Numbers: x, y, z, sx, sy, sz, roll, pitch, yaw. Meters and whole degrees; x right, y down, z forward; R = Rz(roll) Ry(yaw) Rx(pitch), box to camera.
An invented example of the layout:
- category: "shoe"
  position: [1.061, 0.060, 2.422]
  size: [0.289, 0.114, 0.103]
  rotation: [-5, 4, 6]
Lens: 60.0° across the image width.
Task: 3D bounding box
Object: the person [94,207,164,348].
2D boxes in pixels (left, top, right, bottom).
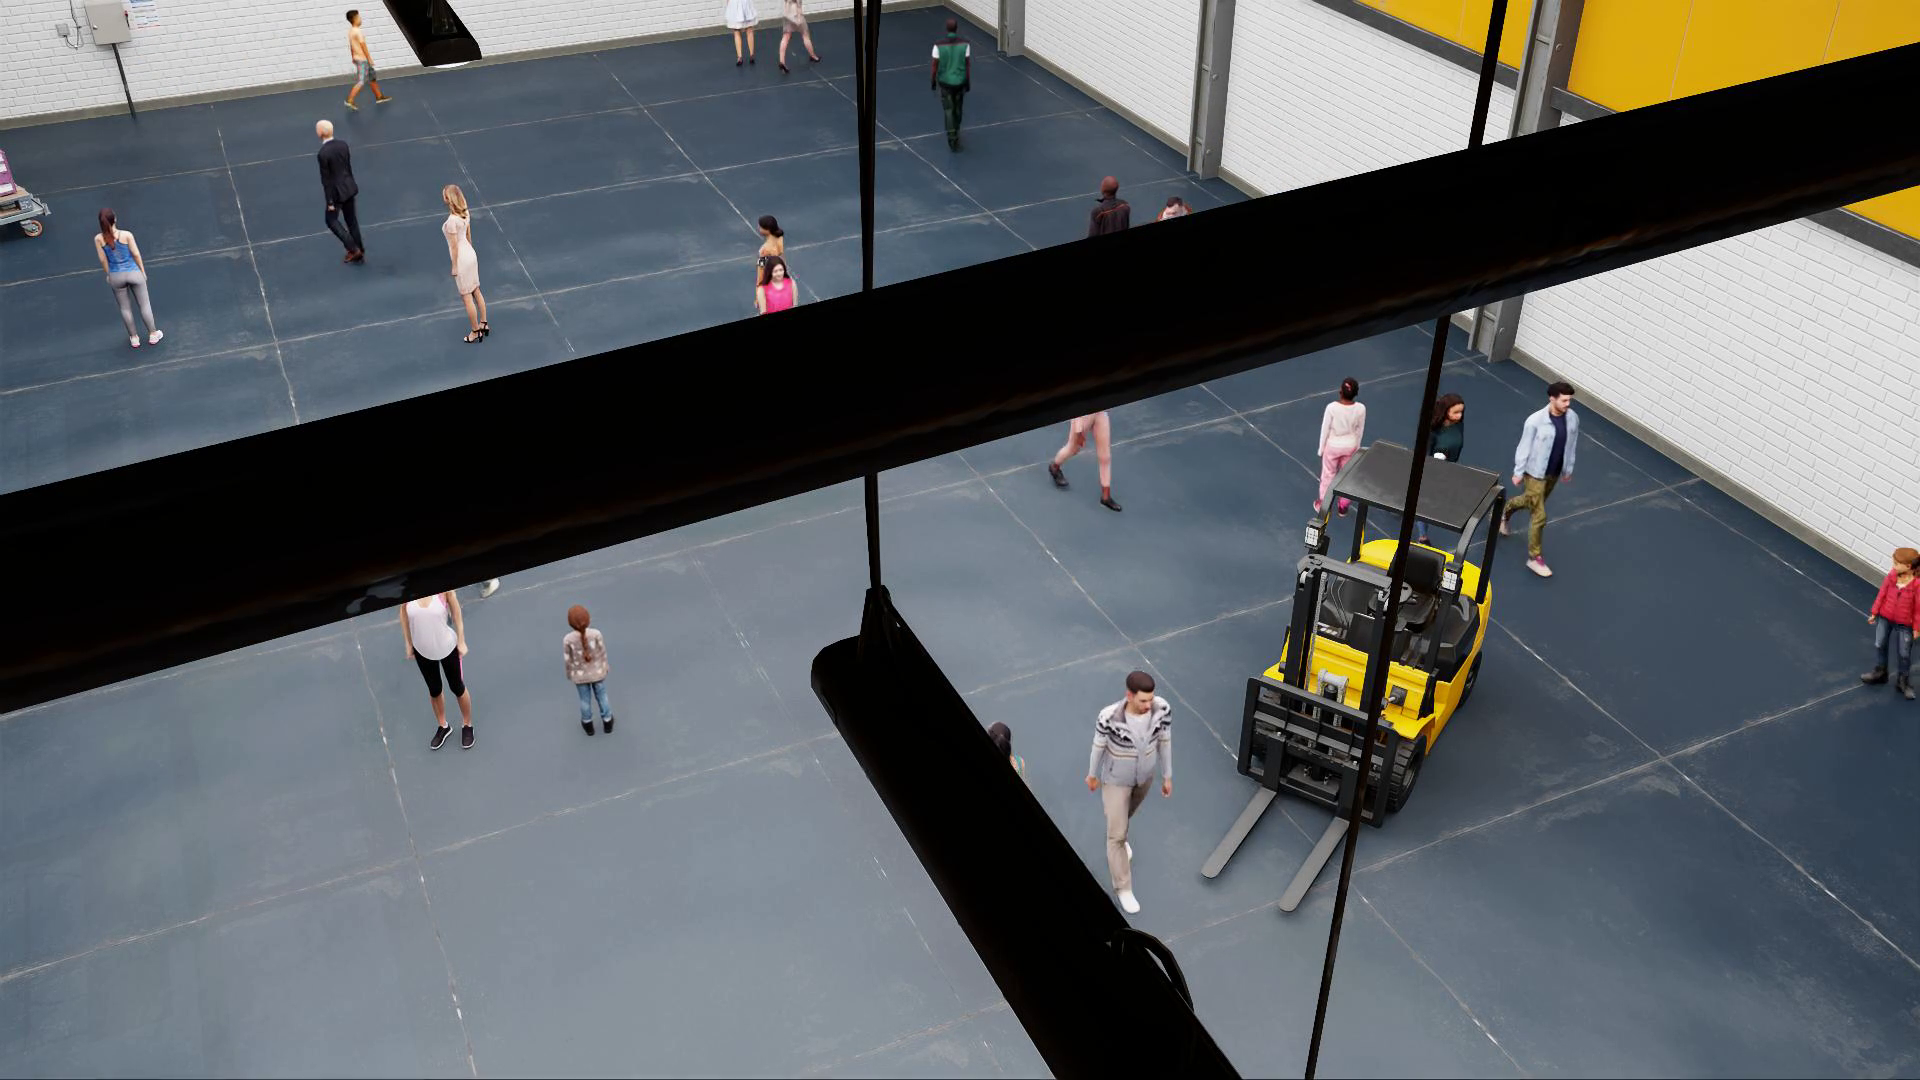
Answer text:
- category: "person"
  position: [-9.215, -2.911, 18.367]
  size: [0.581, 1.610, 0.566]
  rotation: [-11, 35, -15]

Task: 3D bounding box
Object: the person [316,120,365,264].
- category: "person"
  position: [-7.438, -4.192, 20.130]
  size: [0.855, 1.790, 0.814]
  rotation: [16, 37, 22]

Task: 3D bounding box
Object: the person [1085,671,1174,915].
- category: "person"
  position: [1.133, 1.560, 11.454]
  size: [0.744, 1.815, 1.162]
  rotation: [-11, 35, -16]

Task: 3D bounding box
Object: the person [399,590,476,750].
- category: "person"
  position: [-3.963, 0.811, 12.608]
  size: [0.681, 1.785, 0.654]
  rotation: [-1, 34, -1]

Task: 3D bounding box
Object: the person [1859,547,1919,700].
- category: "person"
  position: [7.542, 0.650, 13.297]
  size: [0.487, 1.291, 0.780]
  rotation: [28, 42, 35]

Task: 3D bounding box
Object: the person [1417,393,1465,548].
- category: "person"
  position: [4.237, -0.635, 14.949]
  size: [0.608, 1.603, 0.721]
  rotation: [-12, 35, -17]

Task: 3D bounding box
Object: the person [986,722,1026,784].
- category: "person"
  position: [0.248, 1.922, 11.043]
  size: [0.667, 1.667, 0.935]
  rotation: [-7, 34, -11]

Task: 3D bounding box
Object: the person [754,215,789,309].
- category: "person"
  position: [-1.854, -2.577, 17.726]
  size: [1.156, 1.763, 1.094]
  rotation: [13, 36, 18]

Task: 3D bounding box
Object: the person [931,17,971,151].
- category: "person"
  position: [-0.113, -6.408, 23.448]
  size: [0.891, 1.810, 1.119]
  rotation: [-4, 34, -7]

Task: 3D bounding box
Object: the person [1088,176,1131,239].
- category: "person"
  position: [1.654, -3.189, 18.594]
  size: [0.705, 1.820, 0.615]
  rotation: [-18, 38, -25]

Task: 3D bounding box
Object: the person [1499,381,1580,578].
- category: "person"
  position: [5.113, -0.629, 14.785]
  size: [0.762, 1.773, 1.210]
  rotation: [-11, 35, -17]

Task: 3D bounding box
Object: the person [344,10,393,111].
- category: "person"
  position: [-9.034, -7.179, 24.938]
  size: [0.715, 1.443, 0.960]
  rotation: [-22, 40, -30]

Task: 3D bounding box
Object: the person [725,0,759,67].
- category: "person"
  position: [-3.516, -8.510, 26.604]
  size: [0.721, 1.815, 0.742]
  rotation: [-11, 35, -16]

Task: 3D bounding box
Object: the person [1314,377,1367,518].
- category: "person"
  position: [3.539, -0.869, 15.447]
  size: [0.613, 1.441, 0.621]
  rotation: [0, 34, -1]

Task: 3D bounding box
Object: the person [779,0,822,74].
- category: "person"
  position: [-2.684, -8.191, 26.237]
  size: [1.118, 1.691, 0.978]
  rotation: [25, 41, 32]

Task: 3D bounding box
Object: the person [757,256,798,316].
- category: "person"
  position: [-1.896, -2.188, 17.243]
  size: [0.647, 1.649, 0.826]
  rotation: [-20, 39, -28]

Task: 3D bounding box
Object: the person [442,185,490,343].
- category: "person"
  position: [-5.473, -3.058, 18.388]
  size: [0.709, 1.830, 0.626]
  rotation: [8, 34, 12]

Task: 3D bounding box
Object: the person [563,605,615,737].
- category: "person"
  position: [-2.872, 1.008, 12.846]
  size: [0.511, 1.194, 0.510]
  rotation: [-8, 35, -12]
